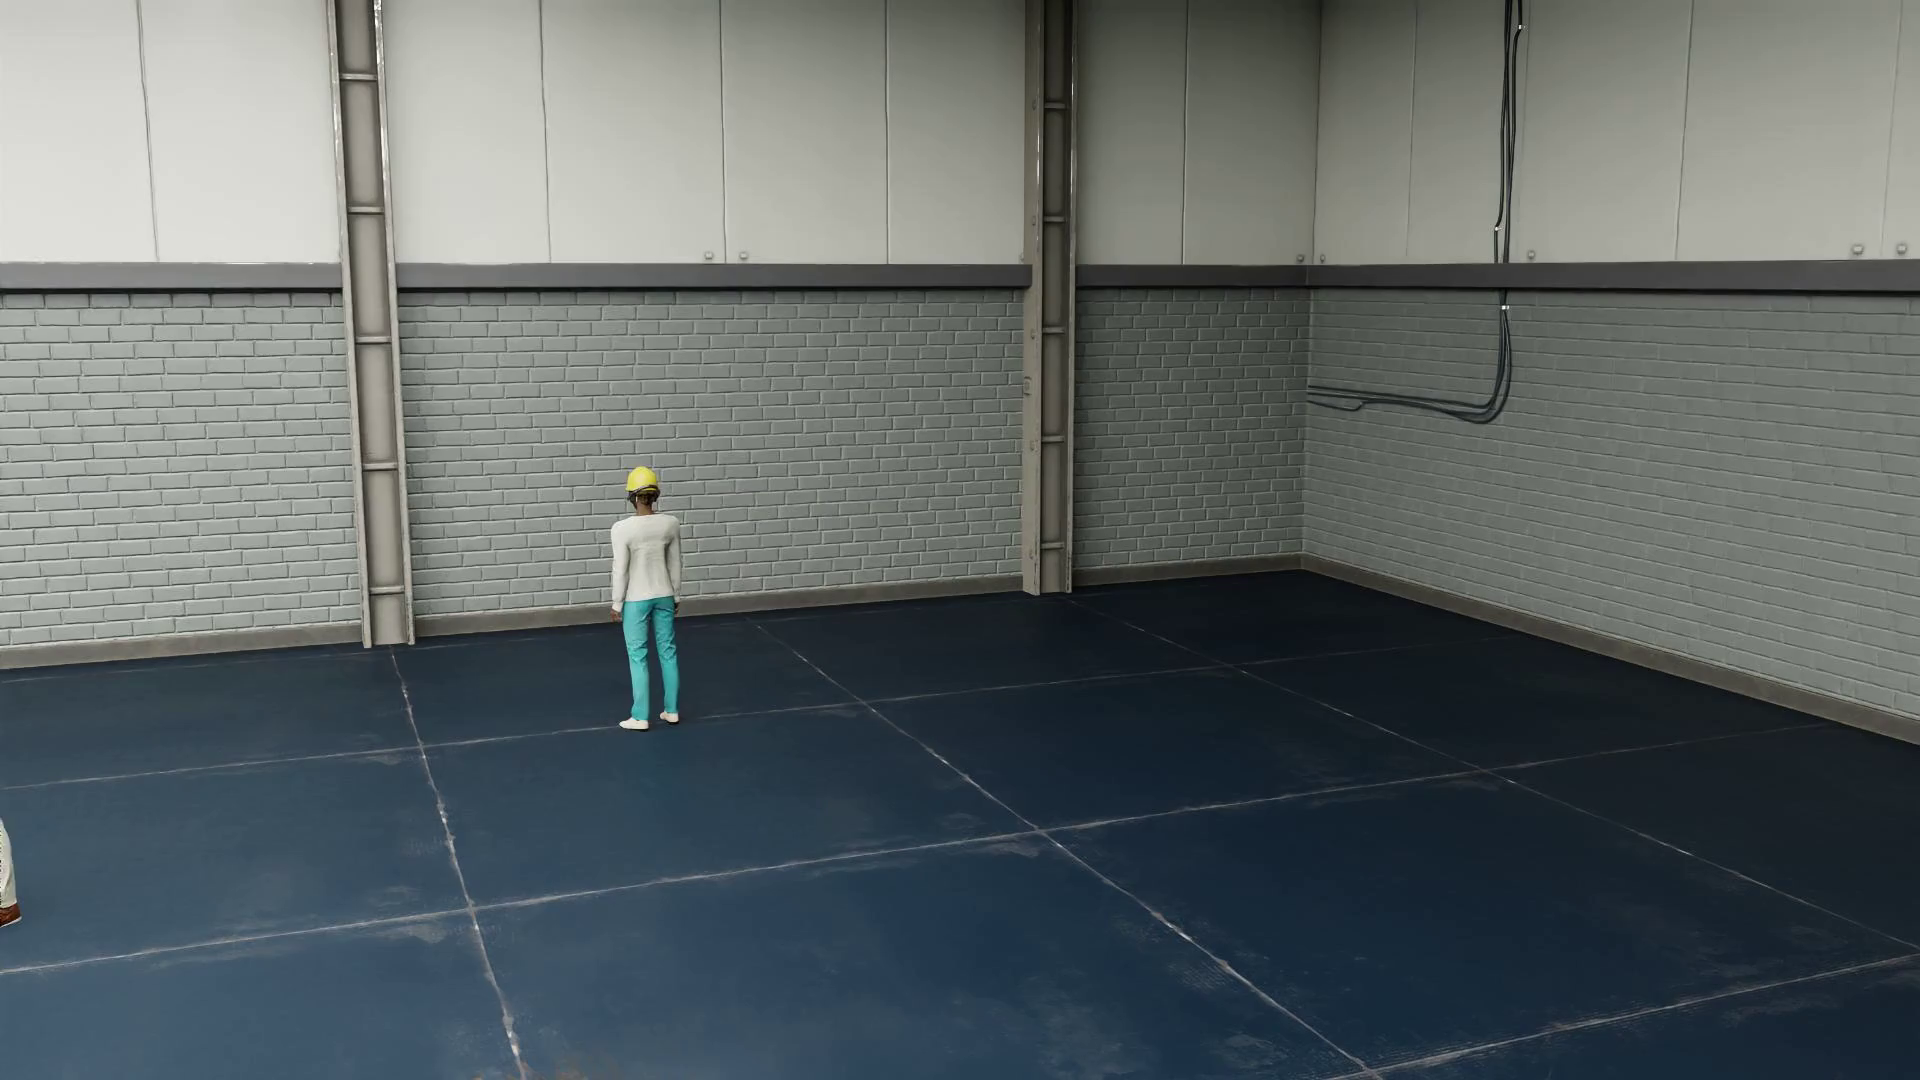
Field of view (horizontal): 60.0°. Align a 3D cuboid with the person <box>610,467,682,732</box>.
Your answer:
[{"bbox_3d":[-2.101,0.393,11.111,0.534,1.767,0.314,-8,12,-42],"label":"person"}]

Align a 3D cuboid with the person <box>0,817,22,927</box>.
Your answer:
[{"bbox_3d":[-4.623,0.895,7.675,0.517,1.863,0.315,7,11,36],"label":"person"}]
